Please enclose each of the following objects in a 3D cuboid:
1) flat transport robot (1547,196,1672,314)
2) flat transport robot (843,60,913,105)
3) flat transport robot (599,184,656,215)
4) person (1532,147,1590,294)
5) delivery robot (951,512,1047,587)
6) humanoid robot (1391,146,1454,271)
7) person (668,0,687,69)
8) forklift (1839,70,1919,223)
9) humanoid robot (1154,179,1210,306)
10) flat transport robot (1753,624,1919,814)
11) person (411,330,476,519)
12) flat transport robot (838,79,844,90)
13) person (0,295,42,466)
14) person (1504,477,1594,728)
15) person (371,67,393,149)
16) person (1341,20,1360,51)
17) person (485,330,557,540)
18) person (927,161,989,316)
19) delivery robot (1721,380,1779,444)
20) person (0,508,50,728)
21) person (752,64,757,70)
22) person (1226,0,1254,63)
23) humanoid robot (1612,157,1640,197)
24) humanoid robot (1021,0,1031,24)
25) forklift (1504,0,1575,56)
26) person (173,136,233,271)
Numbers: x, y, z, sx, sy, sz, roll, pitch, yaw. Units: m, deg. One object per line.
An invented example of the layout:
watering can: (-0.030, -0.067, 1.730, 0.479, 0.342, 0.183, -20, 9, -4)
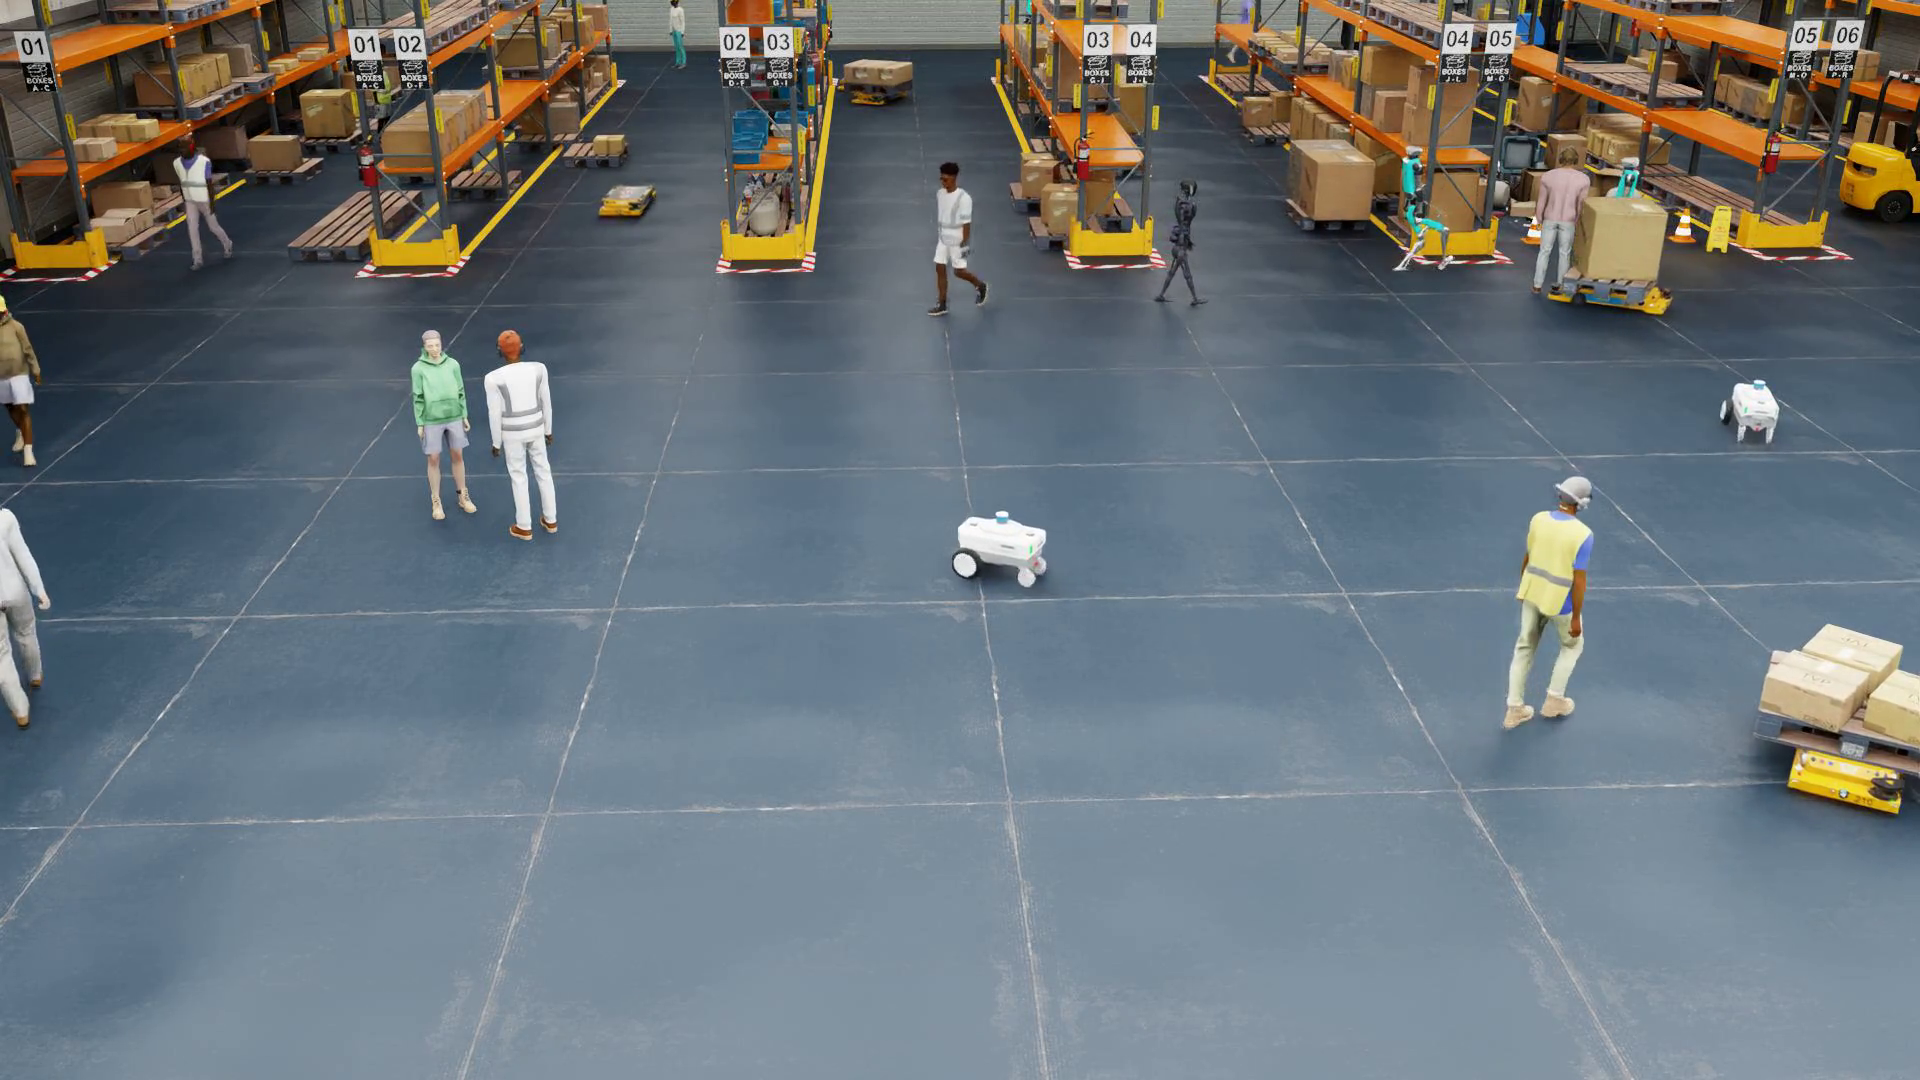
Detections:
flat transport robot: (8.462, -3.196, 21.654, 1.431, 0.231, 0.659, 14, 27, 28)
flat transport robot: (-1.758, -9.679, 36.220, 0.659, 0.231, 1.431, 10, 26, 21)
flat transport robot: (-5.344, -5.472, 26.768, 0.659, 0.231, 1.431, 0, 24, 1)
person: (7.863, -4.172, 21.815, 0.622, 1.931, 0.374, 10, 26, 21)
delivery robot: (0.342, 0.039, 14.000, 0.747, 0.568, 0.499, 10, 26, 22)
humanoid robot: (6.524, -4.563, 22.959, 0.988, 1.763, 0.534, -4, 24, -9)
person: (-6.885, -12.373, 40.434, 0.323, 1.767, 0.532, -20, 31, -37)
forklift: (15.132, -6.143, 25.915, 2.313, 2.155, 1.214, -1, 24, -2)
humanoid robot: (2.899, -3.833, 21.393, 0.744, 1.629, 0.607, 6, 25, 14)
flat transport robot: (6.117, 1.381, 11.369, 0.659, 0.231, 1.431, 13, 27, 27)
person: (-4.684, -1.058, 15.037, 0.472, 1.743, 0.348, -14, 28, -29)
flat transport robot: (-2.255, -10.444, 37.940, 0.659, 0.231, 1.431, 6, 25, 13)
person: (-9.379, -1.621, 16.343, 0.590, 1.715, 0.861, -8, 25, -17)
person: (4.162, 0.419, 11.567, 0.749, 1.863, 0.581, -17, 29, -33)
person: (-10.776, -8.173, 31.078, 0.316, 1.695, 0.540, 6, 25, 12)
person: (8.975, -11.341, 38.017, 0.562, 1.844, 0.449, 1, 24, 3)
person: (-3.830, -0.917, 14.548, 0.573, 1.884, 0.361, -17, 29, -33)
person: (-0.042, -3.822, 21.013, 0.799, 1.937, 0.609, -18, 30, -35)
delivery robot: (8.192, -1.367, 17.154, 0.499, 0.564, 0.737, 6, 25, 14)
person: (-6.813, 0.346, 11.758, 0.586, 1.841, 0.940, -15, 28, -30)
person: (-4.525, -11.995, 39.513, 0.903, 1.826, 0.514, 4, 24, 9)
person: (7.057, -12.705, 41.184, 0.695, 1.779, 0.650, -5, 24, -11)
humanoid robot: (8.549, -4.189, 22.136, 0.738, 1.822, 0.542, 8, 25, 18)
humanoid robot: (1.497, -12.804, 41.477, 0.959, 1.783, 0.544, -8, 25, -18)
forklift: (14.700, -13.805, 42.301, 1.873, 2.768, 1.129, -1, 24, -2)
person: (-10.604, -4.733, 23.197, 0.566, 1.818, 0.823, 2, 24, 5)
